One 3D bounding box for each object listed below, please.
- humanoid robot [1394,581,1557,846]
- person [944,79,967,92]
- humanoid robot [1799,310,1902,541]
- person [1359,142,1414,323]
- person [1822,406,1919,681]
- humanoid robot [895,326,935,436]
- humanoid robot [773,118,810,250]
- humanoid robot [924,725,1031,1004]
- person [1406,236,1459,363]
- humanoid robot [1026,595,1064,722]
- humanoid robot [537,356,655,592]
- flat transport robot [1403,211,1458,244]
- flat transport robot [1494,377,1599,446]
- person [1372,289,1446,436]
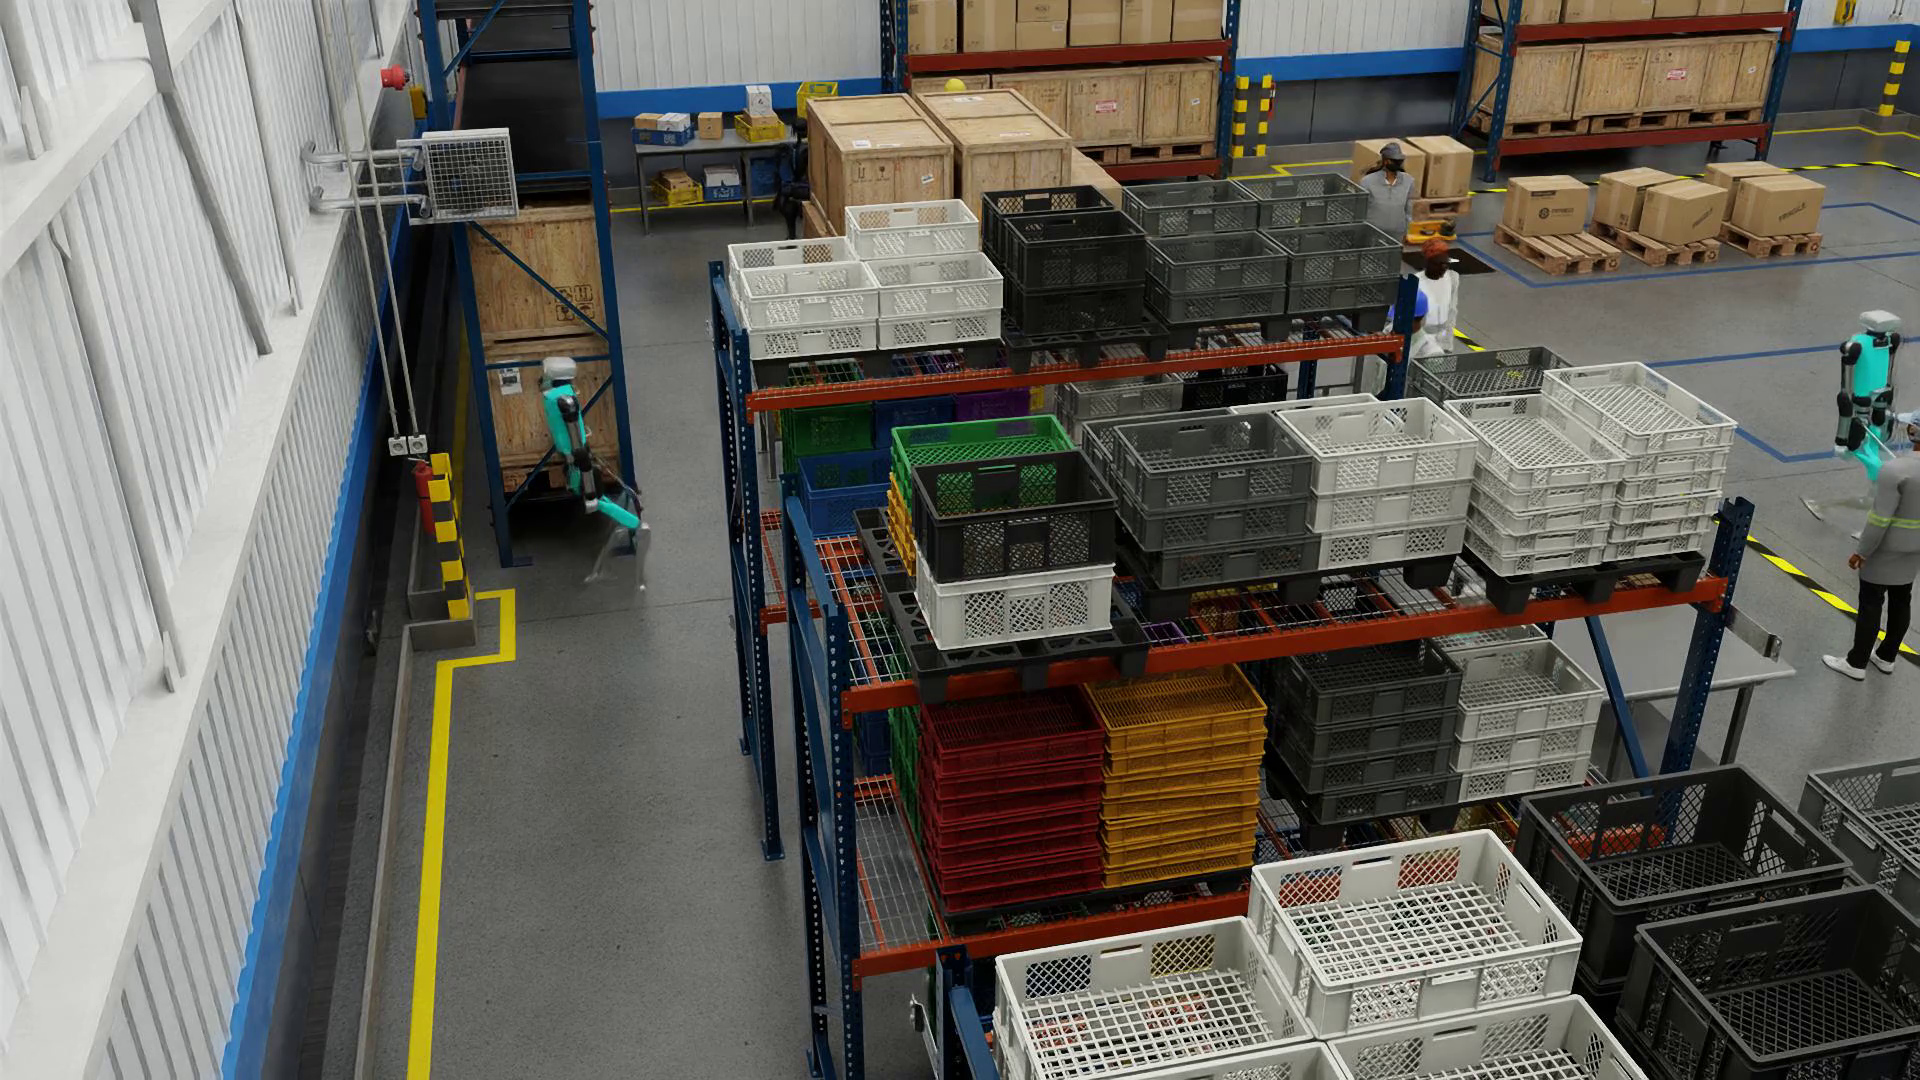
[{"bbox_3d":[2.731,1.035,8.490,0.977,1.733,0.550,8,29,15],"label":"humanoid robot"},{"bbox_3d":[-0.056,-4.111,18.167,0.588,1.834,0.403,25,36,38],"label":"person"},{"bbox_3d":[6.543,-0.727,11.826,0.543,1.718,0.977,-14,31,-25],"label":"humanoid robot"},{"bbox_3d":[4.063,-2.964,16.058,0.572,1.769,0.397,-4,28,-7],"label":"person"},{"bbox_3d":[5.796,0.007,10.335,0.598,1.850,0.394,-8,29,-15],"label":"person"},{"bbox_3d":[-0.373,-0.887,12.222,0.461,1.638,0.611,-12,30,-21],"label":"humanoid robot"},{"bbox_3d":[-1.664,-3.585,17.361,0.612,1.635,0.682,8,29,14],"label":"humanoid robot"},{"bbox_3d":[0.049,1.569,7.494,0.540,1.778,0.688,4,28,8],"label":"humanoid robot"},{"bbox_3d":[3.674,-1.510,13.186,0.636,1.876,0.396,-15,31,-27],"label":"person"},{"bbox_3d":[0.145,1.091,8.518,0.777,1.889,0.554,5,28,10],"label":"humanoid robot"},{"bbox_3d":[-2.396,-0.441,11.348,0.796,1.804,0.530,-16,32,-27],"label":"humanoid robot"},{"bbox_3d":[5.062,-3.701,19.039,0.652,0.197,1.431,-6,28,-12],"label":"flat transport robot"},{"bbox_3d":[4.780,-1.036,14.013,0.659,0.231,1.431,-6,28,-12],"label":"flat transport robot"},{"bbox_3d":[3.163,-0.893,11.955,0.417,1.939,0.605,-12,30,-22],"label":"person"}]
